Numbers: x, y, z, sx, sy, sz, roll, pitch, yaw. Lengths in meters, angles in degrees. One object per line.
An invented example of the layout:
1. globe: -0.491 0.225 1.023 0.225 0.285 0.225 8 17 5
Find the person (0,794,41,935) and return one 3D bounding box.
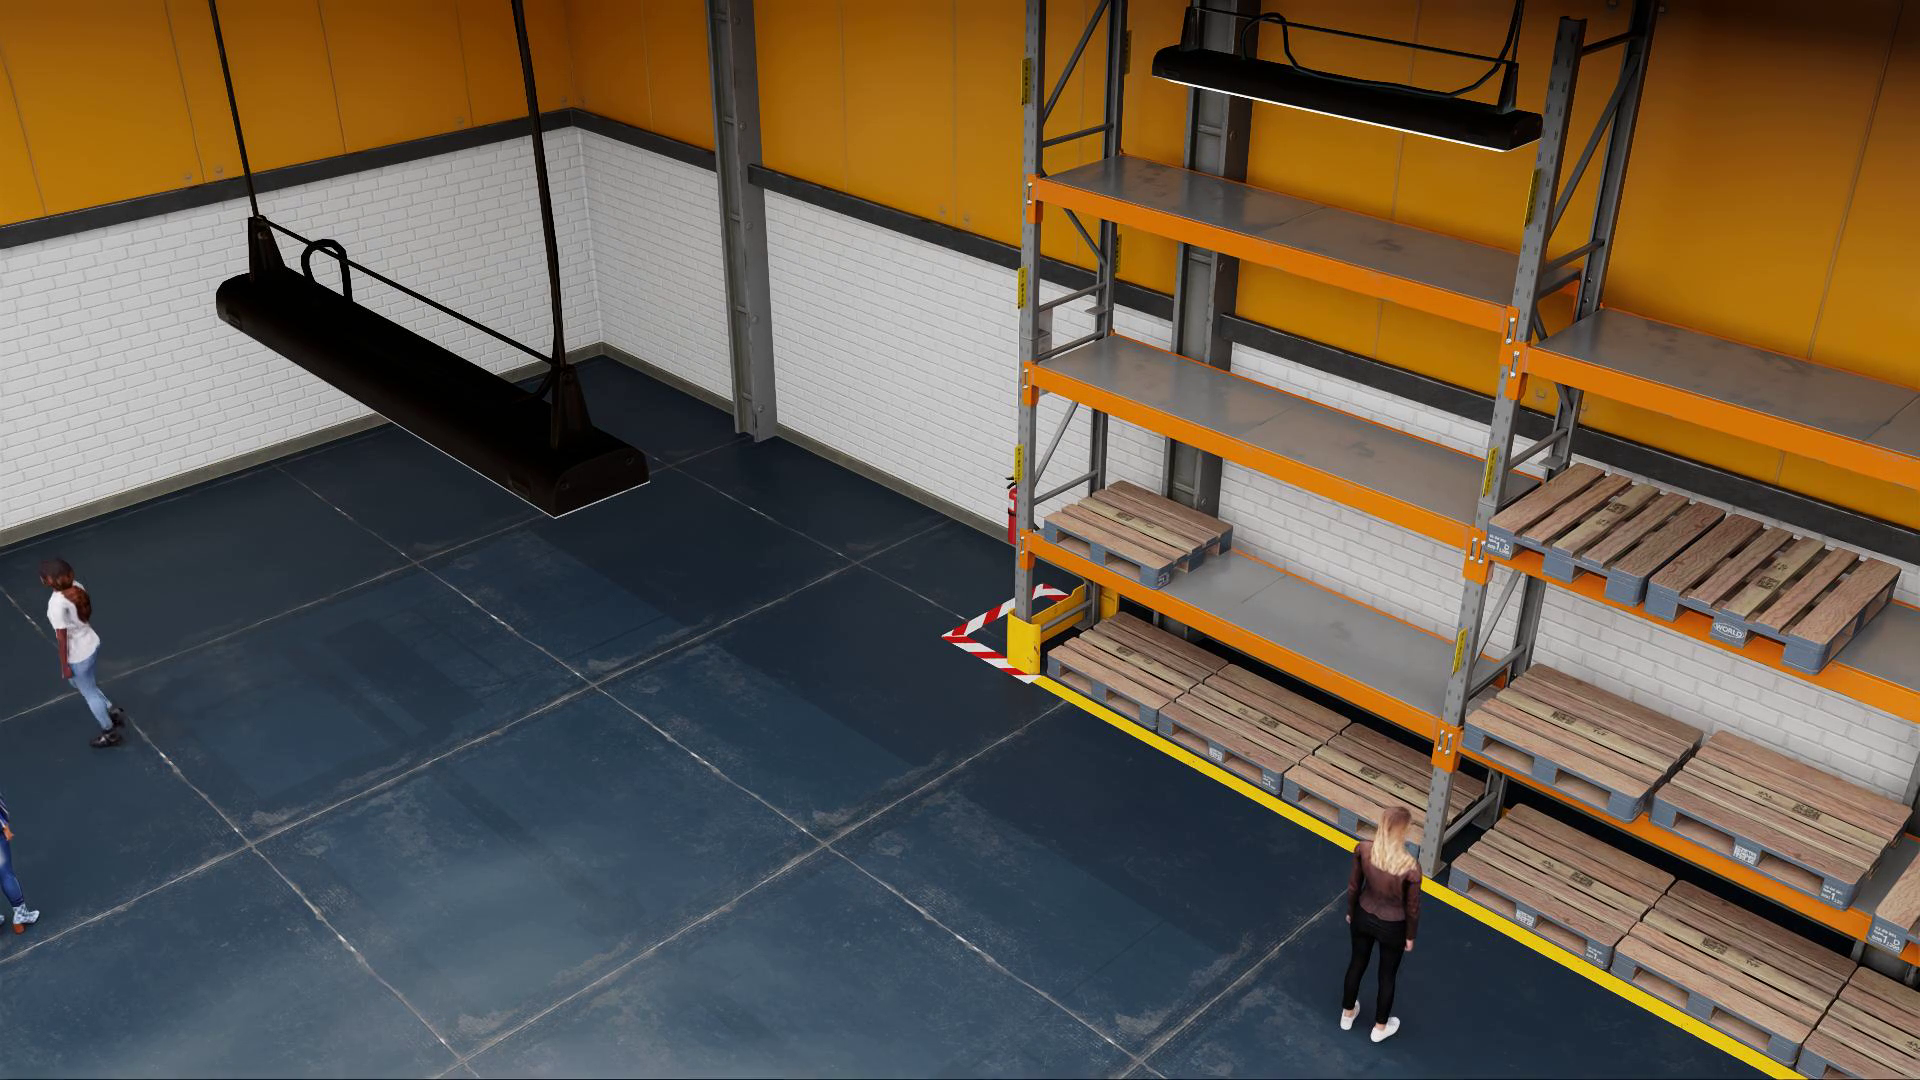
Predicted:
1. person: -6.569 1.956 11.120 0.693 1.617 0.740 -2 29 -4

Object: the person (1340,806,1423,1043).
1. person: 2.591 2.368 10.277 0.475 1.702 0.685 20 34 32

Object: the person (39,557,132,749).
1. person: -6.777 0.880 12.988 0.800 1.718 0.734 -2 29 -4
